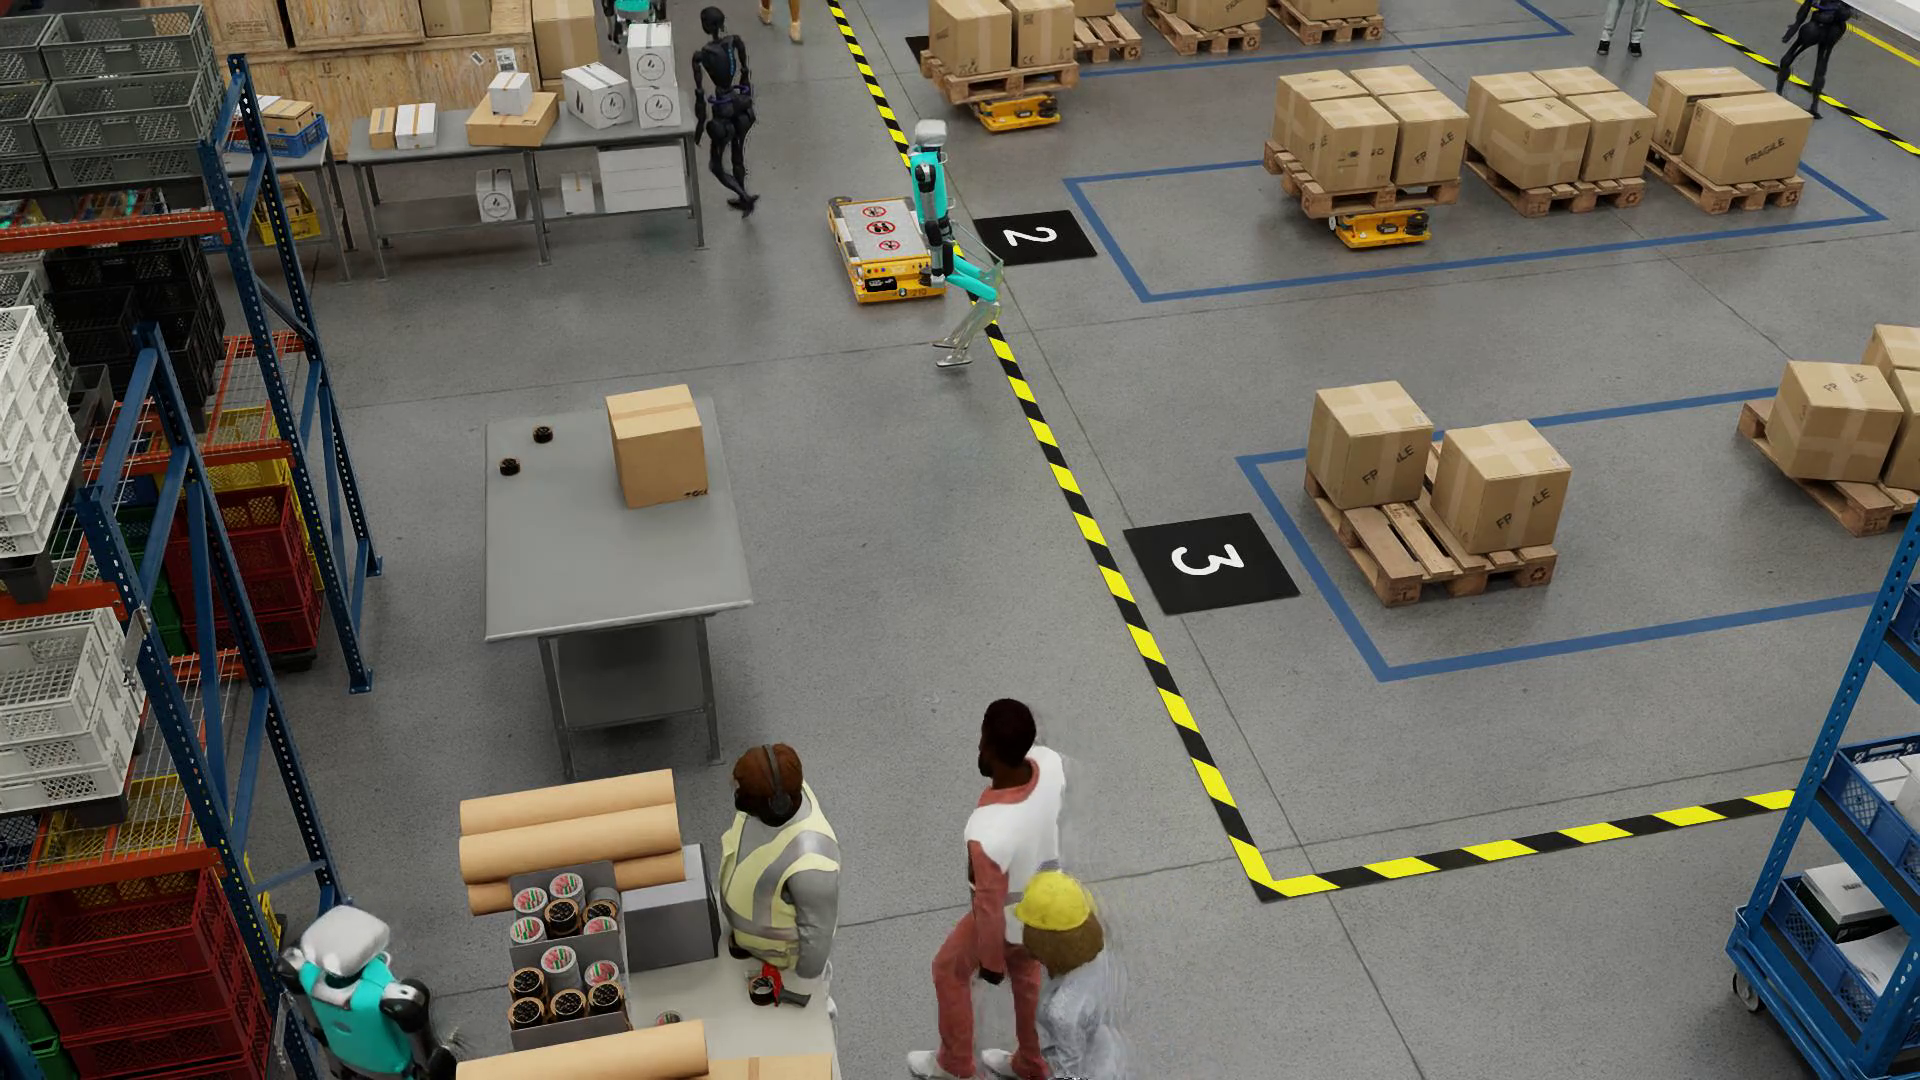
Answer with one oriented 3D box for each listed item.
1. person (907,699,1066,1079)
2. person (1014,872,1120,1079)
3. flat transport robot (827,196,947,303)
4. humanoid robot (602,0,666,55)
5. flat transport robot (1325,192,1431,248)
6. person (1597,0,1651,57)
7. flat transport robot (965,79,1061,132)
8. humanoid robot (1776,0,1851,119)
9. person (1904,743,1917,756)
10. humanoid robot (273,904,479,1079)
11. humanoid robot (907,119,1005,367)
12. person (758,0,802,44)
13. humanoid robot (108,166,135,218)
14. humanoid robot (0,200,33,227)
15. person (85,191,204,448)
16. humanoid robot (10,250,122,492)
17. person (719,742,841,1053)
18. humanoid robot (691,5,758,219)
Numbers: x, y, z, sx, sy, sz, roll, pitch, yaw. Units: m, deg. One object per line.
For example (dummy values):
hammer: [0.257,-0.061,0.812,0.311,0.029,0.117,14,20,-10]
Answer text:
person: [0.125,1.363,6.371,0.703,1.883,0.580,22,42,27]
person: [0.314,1.860,5.851,0.746,1.691,0.571,7,37,9]
flat transport robot: [-0.570,-2.220,12.538,0.659,0.231,1.431,-8,37,-10]
humanoid robot: [-2.708,-4.357,14.175,0.549,1.728,1.029,3,37,4]
flat transport robot: [3.134,-2.740,13.213,0.652,0.197,1.431,-8,37,-10]
person: [6.405,-5.456,15.585,0.588,1.821,0.403,7,37,10]
flat transport robot: [0.326,-4.072,15.003,0.652,0.197,1.431,-13,39,-17]
humanoid robot: [7.476,-4.521,14.453,0.602,1.643,0.537,-14,39,-18]
person: [4.428,0.744,7.227,0.373,1.853,0.587,-6,37,-8]
humanoid robot: [-1.878,1.832,5.951,0.556,1.902,0.766,12,38,15]
humanoid robot: [0.034,-1.911,10.782,0.735,1.675,0.533,-1,37,-1]
person: [-1.775,-5.862,15.993,0.628,1.993,0.950,-10,38,-13]
humanoid robot: [-5.667,-1.901,10.881,0.893,1.762,0.540,-13,39,-16]
humanoid robot: [-5.320,-1.397,10.186,0.980,1.710,0.543,-17,40,-22]
person: [-4.967,-1.329,10.036,0.377,1.820,0.561,-15,39,-19]
humanoid robot: [-5.294,-1.007,9.729,0.324,1.650,0.613,-28,45,-32]
person: [-0.670,1.465,6.267,0.429,1.844,0.625,-16,40,-21]
humanoid robot: [-1.725,-3.266,12.754,0.508,1.641,0.586,26,44,30]
